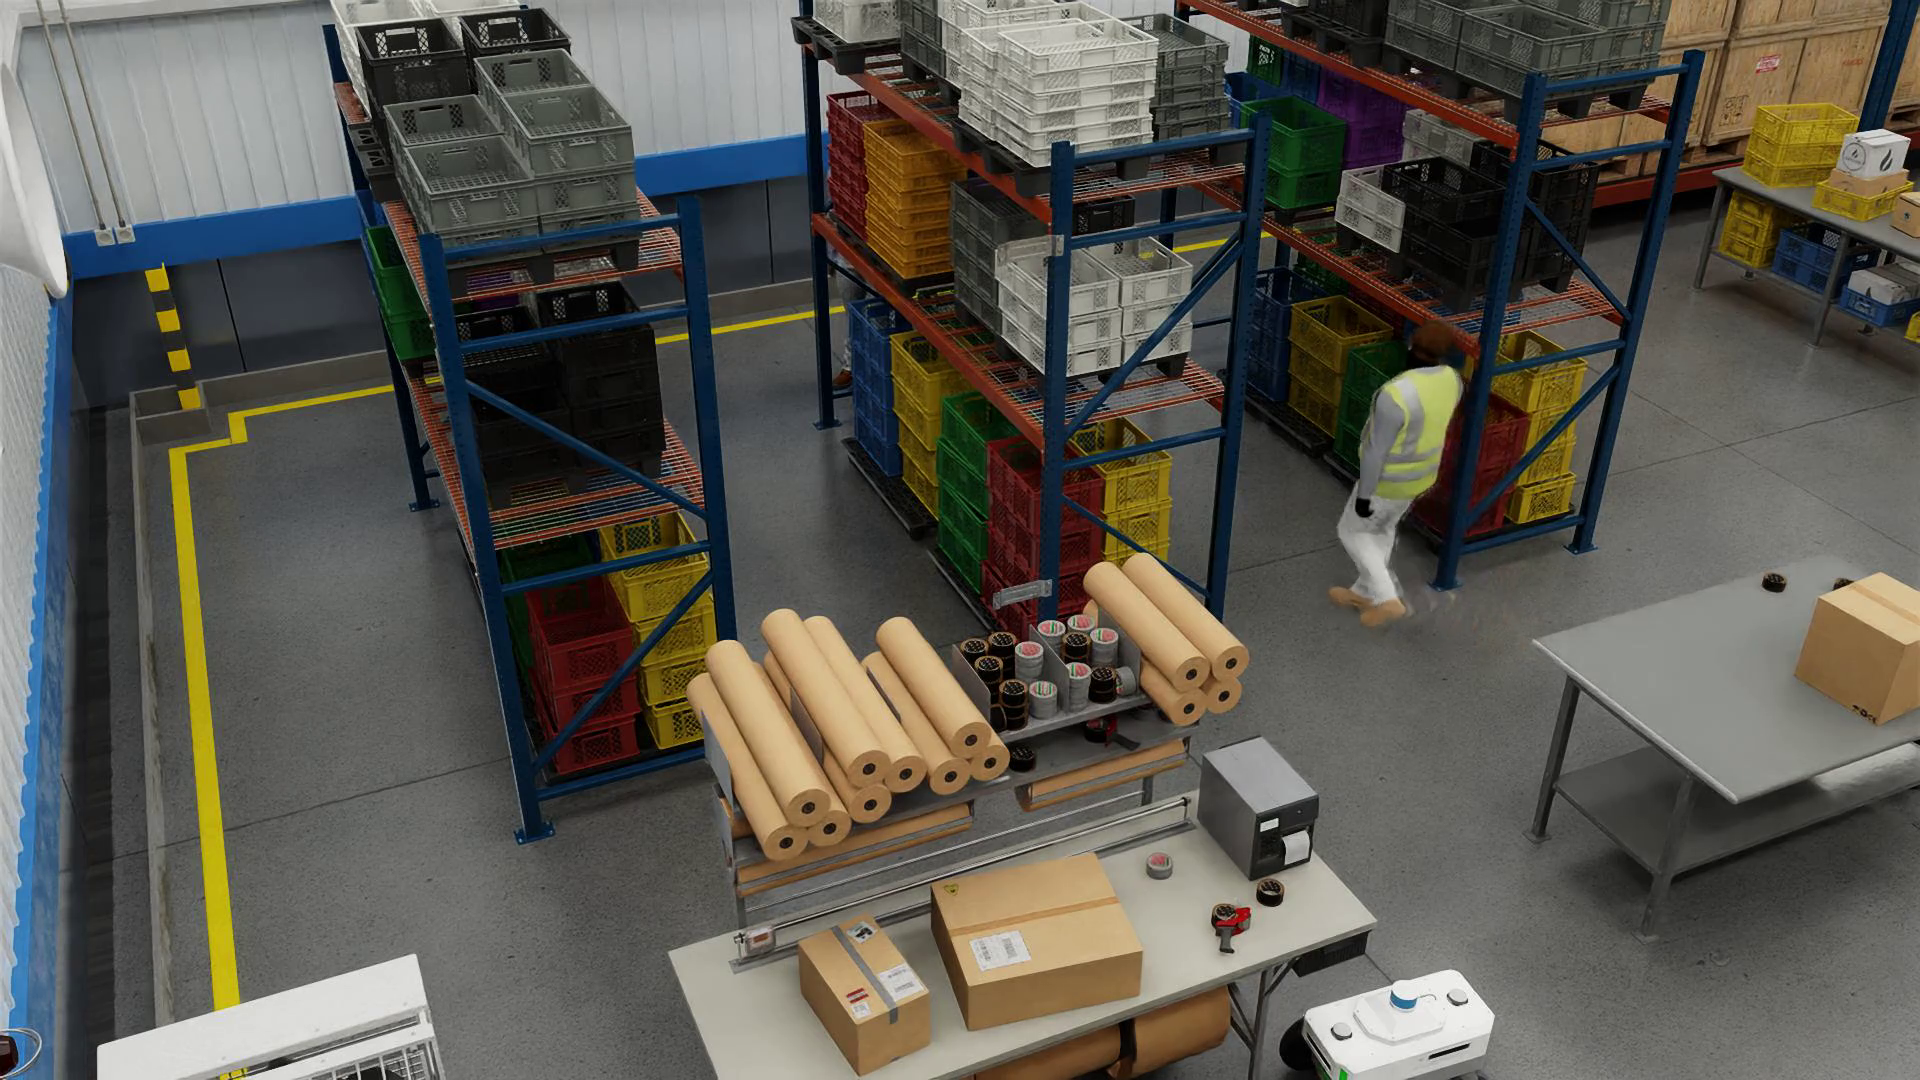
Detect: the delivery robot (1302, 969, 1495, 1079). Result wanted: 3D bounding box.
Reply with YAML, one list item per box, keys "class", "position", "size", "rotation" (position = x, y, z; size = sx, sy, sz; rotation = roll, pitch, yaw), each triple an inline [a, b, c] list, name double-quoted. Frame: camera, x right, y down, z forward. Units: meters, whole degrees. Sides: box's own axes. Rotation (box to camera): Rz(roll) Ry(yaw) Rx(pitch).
- class: "delivery robot"
  position: [1.701, 1.919, 6.472]
  size: [0.707, 0.478, 0.477]
  rotation: [-11, 33, -17]

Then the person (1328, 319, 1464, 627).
- class: "person"
  position: [2.352, -0.351, 9.059]
  size: [0.650, 1.804, 0.480]
  rotation: [-25, 39, -34]

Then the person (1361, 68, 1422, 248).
- class: "person"
  position: [3.544, -3.324, 13.818]
  size: [0.574, 1.881, 0.358]
  rotation: [-18, 36, -27]

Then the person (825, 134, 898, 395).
- class: "person"
  position: [-0.647, -1.927, 11.495]
  size: [0.627, 1.940, 0.371]
  rotation: [14, 34, 22]
